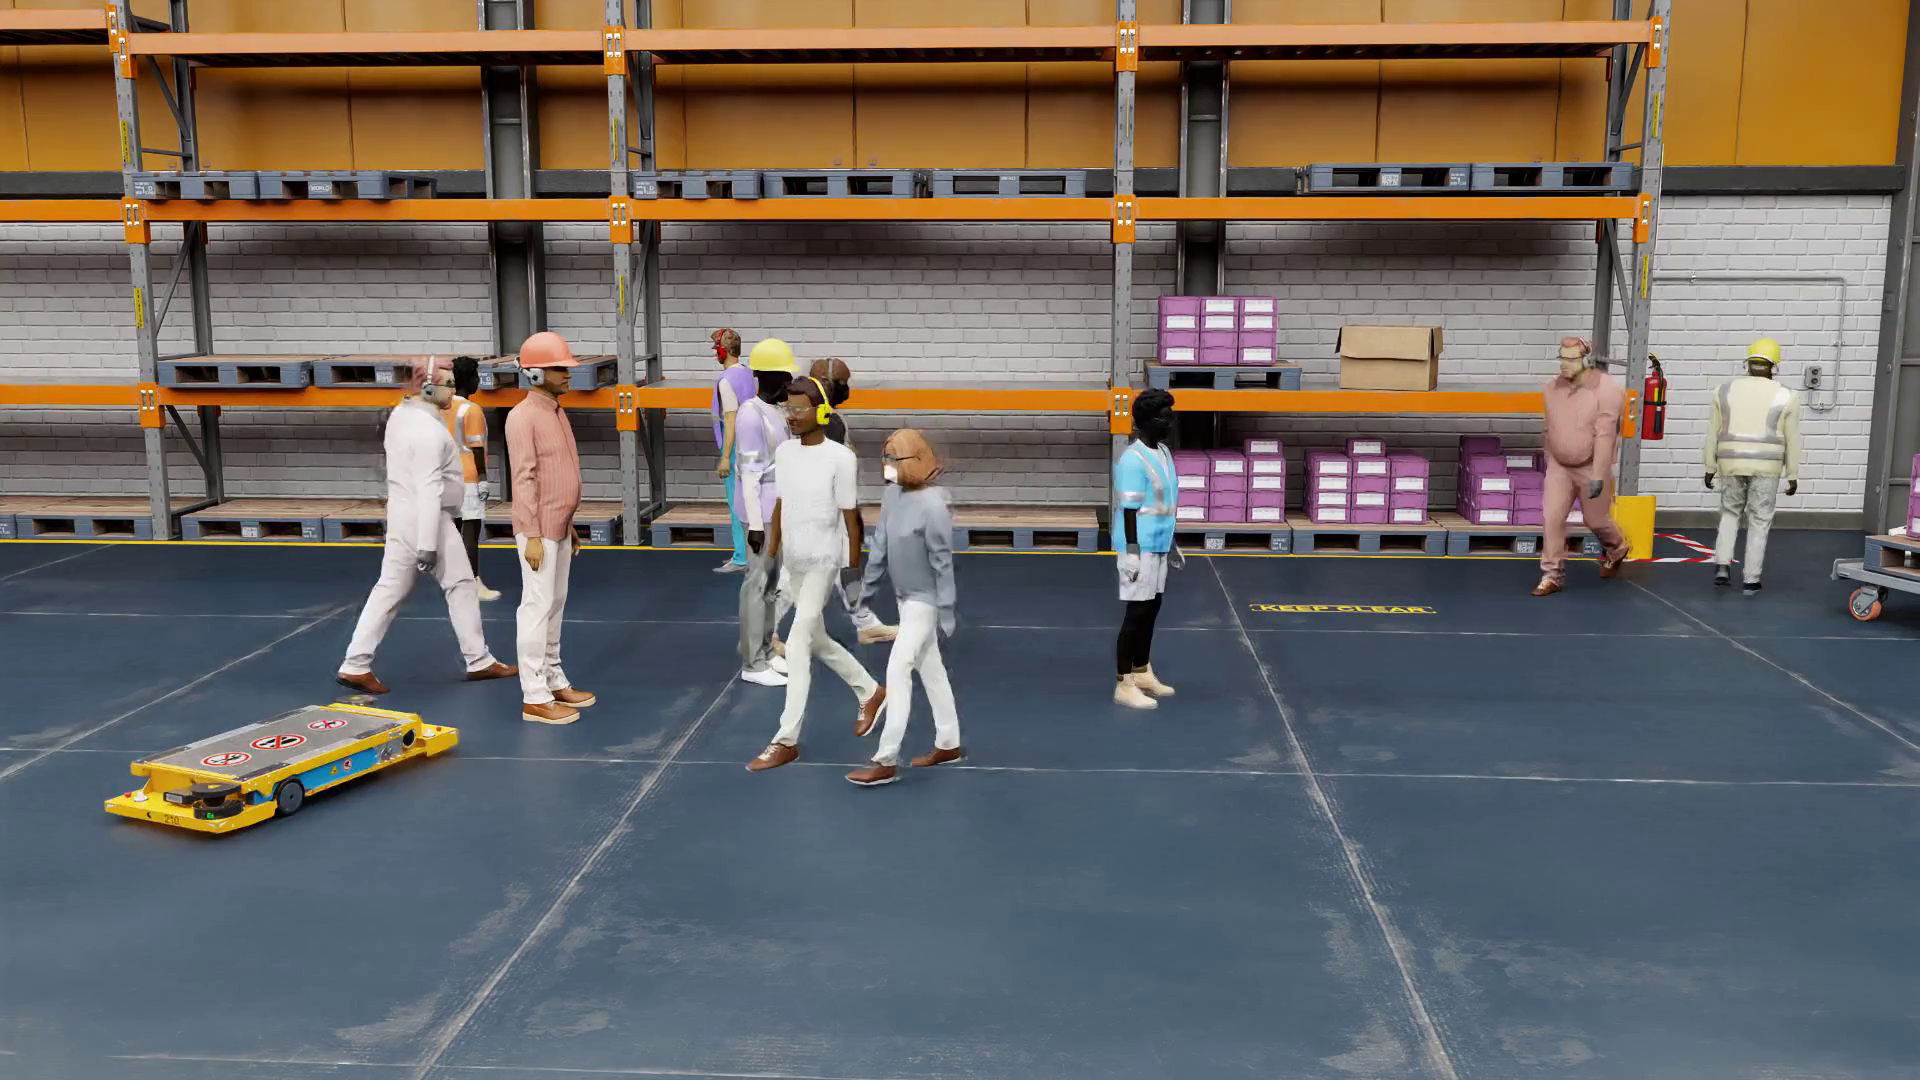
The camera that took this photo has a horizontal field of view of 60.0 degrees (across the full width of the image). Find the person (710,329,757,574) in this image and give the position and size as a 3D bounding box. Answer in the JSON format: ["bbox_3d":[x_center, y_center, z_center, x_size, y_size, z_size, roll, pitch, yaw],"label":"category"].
[{"bbox_3d":[-1.676,-0.661,12.498,0.396,1.840,0.564,1,10,8],"label":"person"}]

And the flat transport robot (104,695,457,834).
[{"bbox_3d":[-3.008,0.978,7.489,0.652,0.197,1.431,4,11,24],"label":"flat transport robot"}]

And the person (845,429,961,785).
[{"bbox_3d":[-0.290,0.302,7.566,0.764,1.605,0.519,-5,11,-25],"label":"person"}]

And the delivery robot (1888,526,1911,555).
[{"bbox_3d":[7.001,0.052,11.802,0.477,0.478,0.707,-8,12,-38],"label":"delivery robot"}]

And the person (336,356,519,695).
[{"bbox_3d":[-2.952,-0.077,9.060,0.998,1.857,0.629,-8,12,-39],"label":"person"}]

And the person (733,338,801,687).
[{"bbox_3d":[-1.061,-0.160,9.308,0.388,1.927,0.589,2,10,10],"label":"person"}]

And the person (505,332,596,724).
[{"bbox_3d":[-2.115,-0.068,8.568,0.378,1.996,0.610,1,10,5],"label":"person"}]

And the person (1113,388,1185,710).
[{"bbox_3d":[0.996,0.042,8.849,0.329,1.694,0.569,5,11,25],"label":"person"}]

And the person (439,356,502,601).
[{"bbox_3d":[-3.422,-0.420,11.499,0.538,1.695,0.319,9,14,44],"label":"person"}]

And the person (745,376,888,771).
[{"bbox_3d":[-0.672,0.122,7.942,0.916,1.842,0.528,-10,14,-44],"label":"person"}]

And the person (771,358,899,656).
[{"bbox_3d":[-0.846,-0.193,9.945,1.001,1.789,0.615,-2,10,-14],"label":"person"}]

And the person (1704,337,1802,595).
[{"bbox_3d":[5.578,-0.515,11.712,0.615,1.814,0.415,8,13,39],"label":"person"}]

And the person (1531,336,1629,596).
[{"bbox_3d":[4.448,-0.536,11.789,0.911,1.844,0.630,-9,13,-41],"label":"person"}]
